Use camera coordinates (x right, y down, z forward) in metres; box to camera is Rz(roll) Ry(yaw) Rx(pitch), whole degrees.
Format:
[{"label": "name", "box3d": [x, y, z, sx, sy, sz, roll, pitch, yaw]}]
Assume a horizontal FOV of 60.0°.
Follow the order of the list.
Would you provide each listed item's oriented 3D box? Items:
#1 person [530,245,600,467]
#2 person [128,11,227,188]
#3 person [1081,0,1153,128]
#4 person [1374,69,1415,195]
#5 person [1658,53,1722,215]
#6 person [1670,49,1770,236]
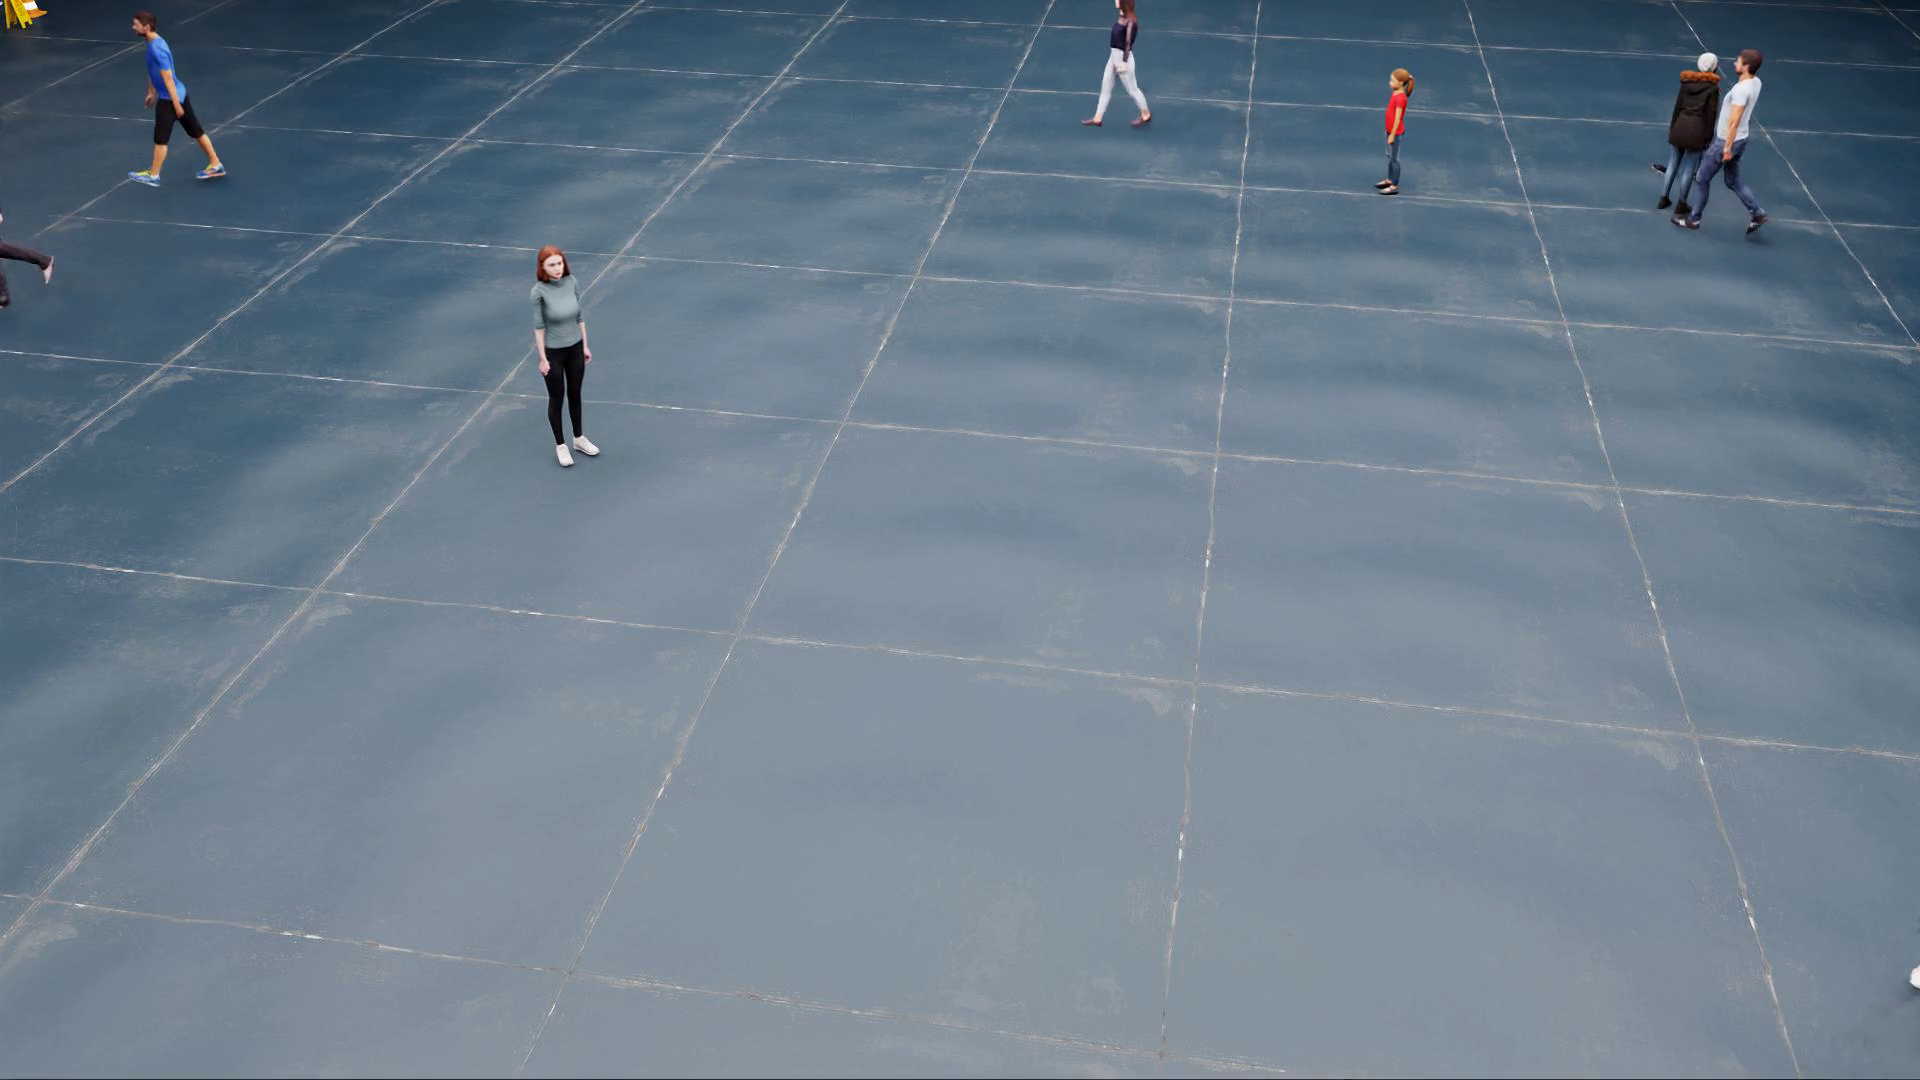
[{"label": "person", "box3d": [-2.990, -1.403, 12.532, 0.670, 1.742, 0.704, -26, 41, -35]}, {"label": "person", "box3d": [-8.248, -4.678, 17.646, 1.246, 1.824, 1.043, -13, 34, -19]}, {"label": "person", "box3d": [1.936, -5.514, 19.209, 1.130, 1.571, 0.826, -4, 32, -7]}, {"label": "person", "box3d": [4.599, -4.319, 17.565, 0.518, 1.305, 0.502, -1, 32, -1]}, {"label": "person", "box3d": [7.473, -4.171, 17.021, 0.801, 1.634, 0.733, -23, 39, -32]}, {"label": "person", "box3d": [7.679, -3.881, 16.367, 1.198, 1.841, 1.038, 28, 42, 37]}]
